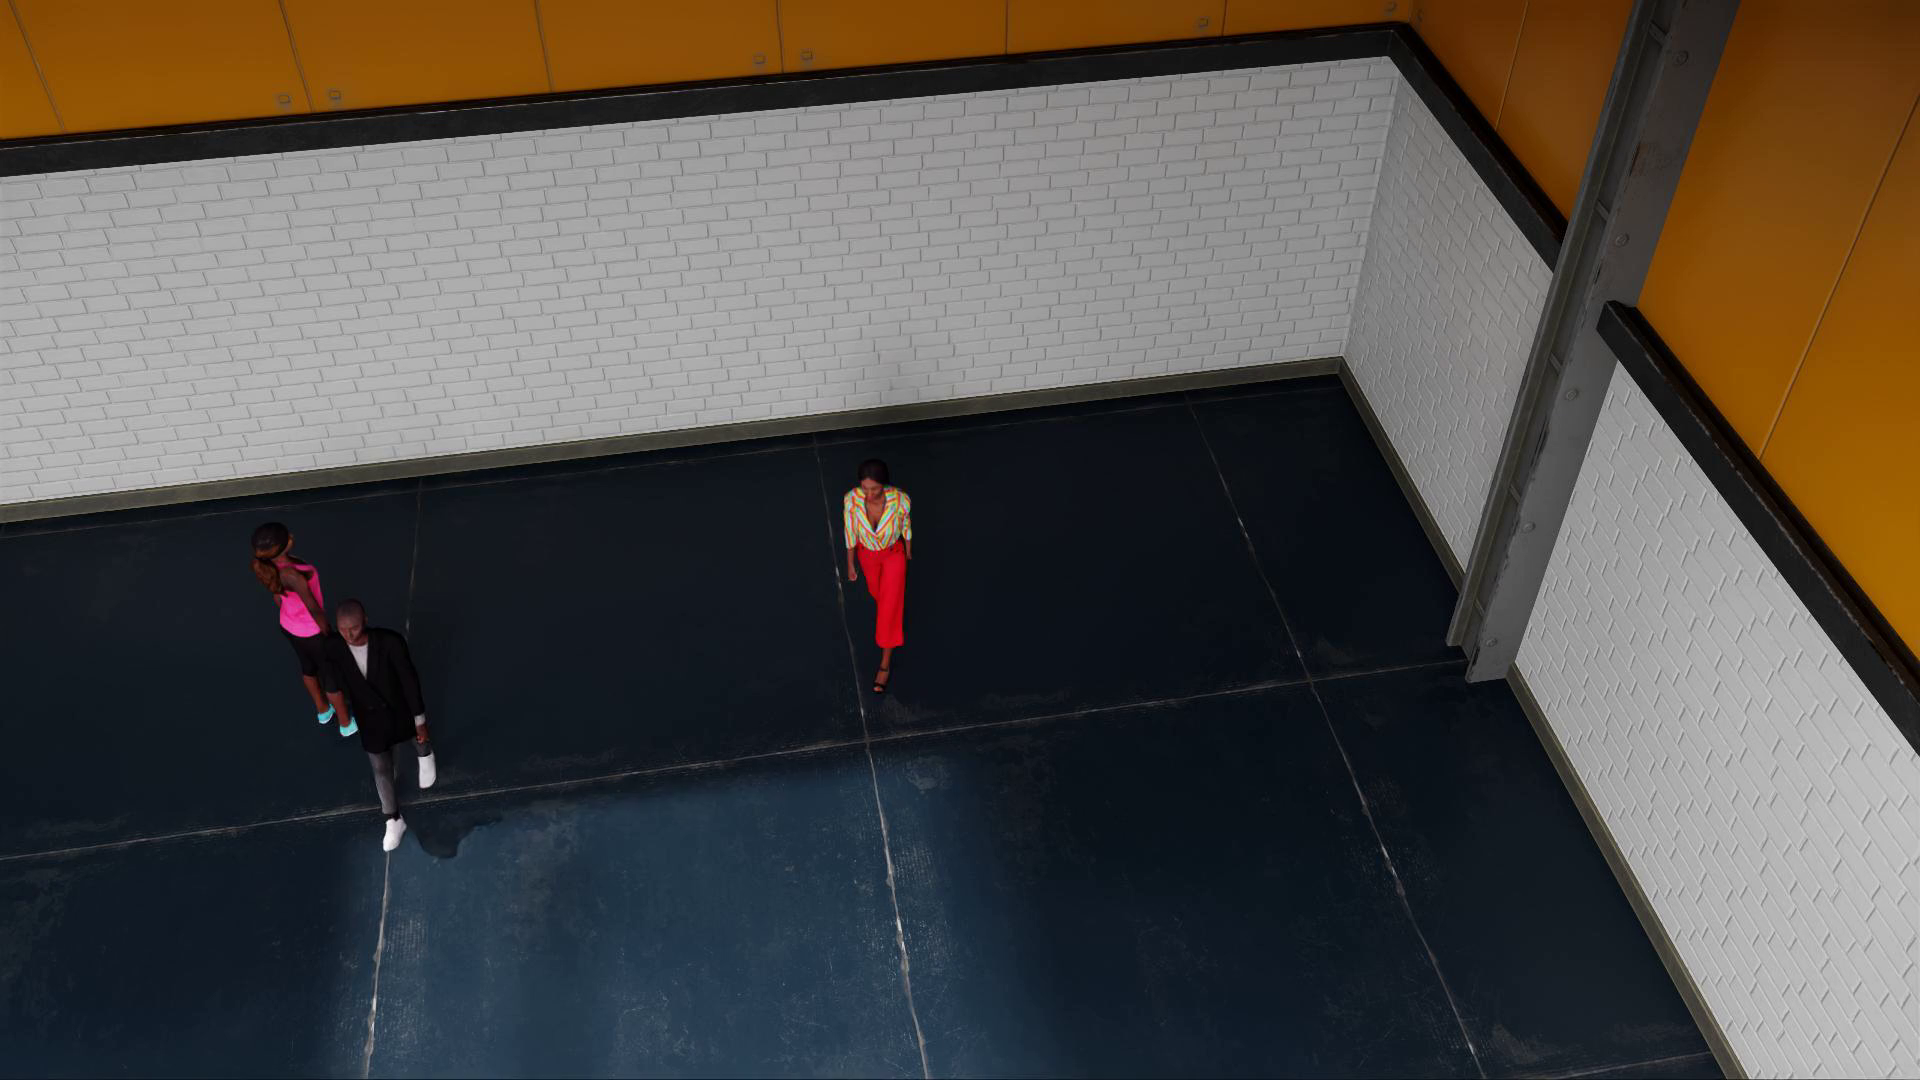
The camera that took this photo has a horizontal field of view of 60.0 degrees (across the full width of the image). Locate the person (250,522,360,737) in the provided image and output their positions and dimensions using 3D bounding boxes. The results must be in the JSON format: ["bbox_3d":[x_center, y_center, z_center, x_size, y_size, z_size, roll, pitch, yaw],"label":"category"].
[{"bbox_3d":[-4.069,0.552,10.322,0.656,1.722,0.720,28,50,26],"label":"person"}]

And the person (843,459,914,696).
[{"bbox_3d":[-0.497,0.078,10.810,0.801,1.735,1.172,4,44,5],"label":"person"}]

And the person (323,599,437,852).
[{"bbox_3d":[-3.394,0.918,9.936,0.678,1.723,1.057,-6,44,-6],"label":"person"}]
